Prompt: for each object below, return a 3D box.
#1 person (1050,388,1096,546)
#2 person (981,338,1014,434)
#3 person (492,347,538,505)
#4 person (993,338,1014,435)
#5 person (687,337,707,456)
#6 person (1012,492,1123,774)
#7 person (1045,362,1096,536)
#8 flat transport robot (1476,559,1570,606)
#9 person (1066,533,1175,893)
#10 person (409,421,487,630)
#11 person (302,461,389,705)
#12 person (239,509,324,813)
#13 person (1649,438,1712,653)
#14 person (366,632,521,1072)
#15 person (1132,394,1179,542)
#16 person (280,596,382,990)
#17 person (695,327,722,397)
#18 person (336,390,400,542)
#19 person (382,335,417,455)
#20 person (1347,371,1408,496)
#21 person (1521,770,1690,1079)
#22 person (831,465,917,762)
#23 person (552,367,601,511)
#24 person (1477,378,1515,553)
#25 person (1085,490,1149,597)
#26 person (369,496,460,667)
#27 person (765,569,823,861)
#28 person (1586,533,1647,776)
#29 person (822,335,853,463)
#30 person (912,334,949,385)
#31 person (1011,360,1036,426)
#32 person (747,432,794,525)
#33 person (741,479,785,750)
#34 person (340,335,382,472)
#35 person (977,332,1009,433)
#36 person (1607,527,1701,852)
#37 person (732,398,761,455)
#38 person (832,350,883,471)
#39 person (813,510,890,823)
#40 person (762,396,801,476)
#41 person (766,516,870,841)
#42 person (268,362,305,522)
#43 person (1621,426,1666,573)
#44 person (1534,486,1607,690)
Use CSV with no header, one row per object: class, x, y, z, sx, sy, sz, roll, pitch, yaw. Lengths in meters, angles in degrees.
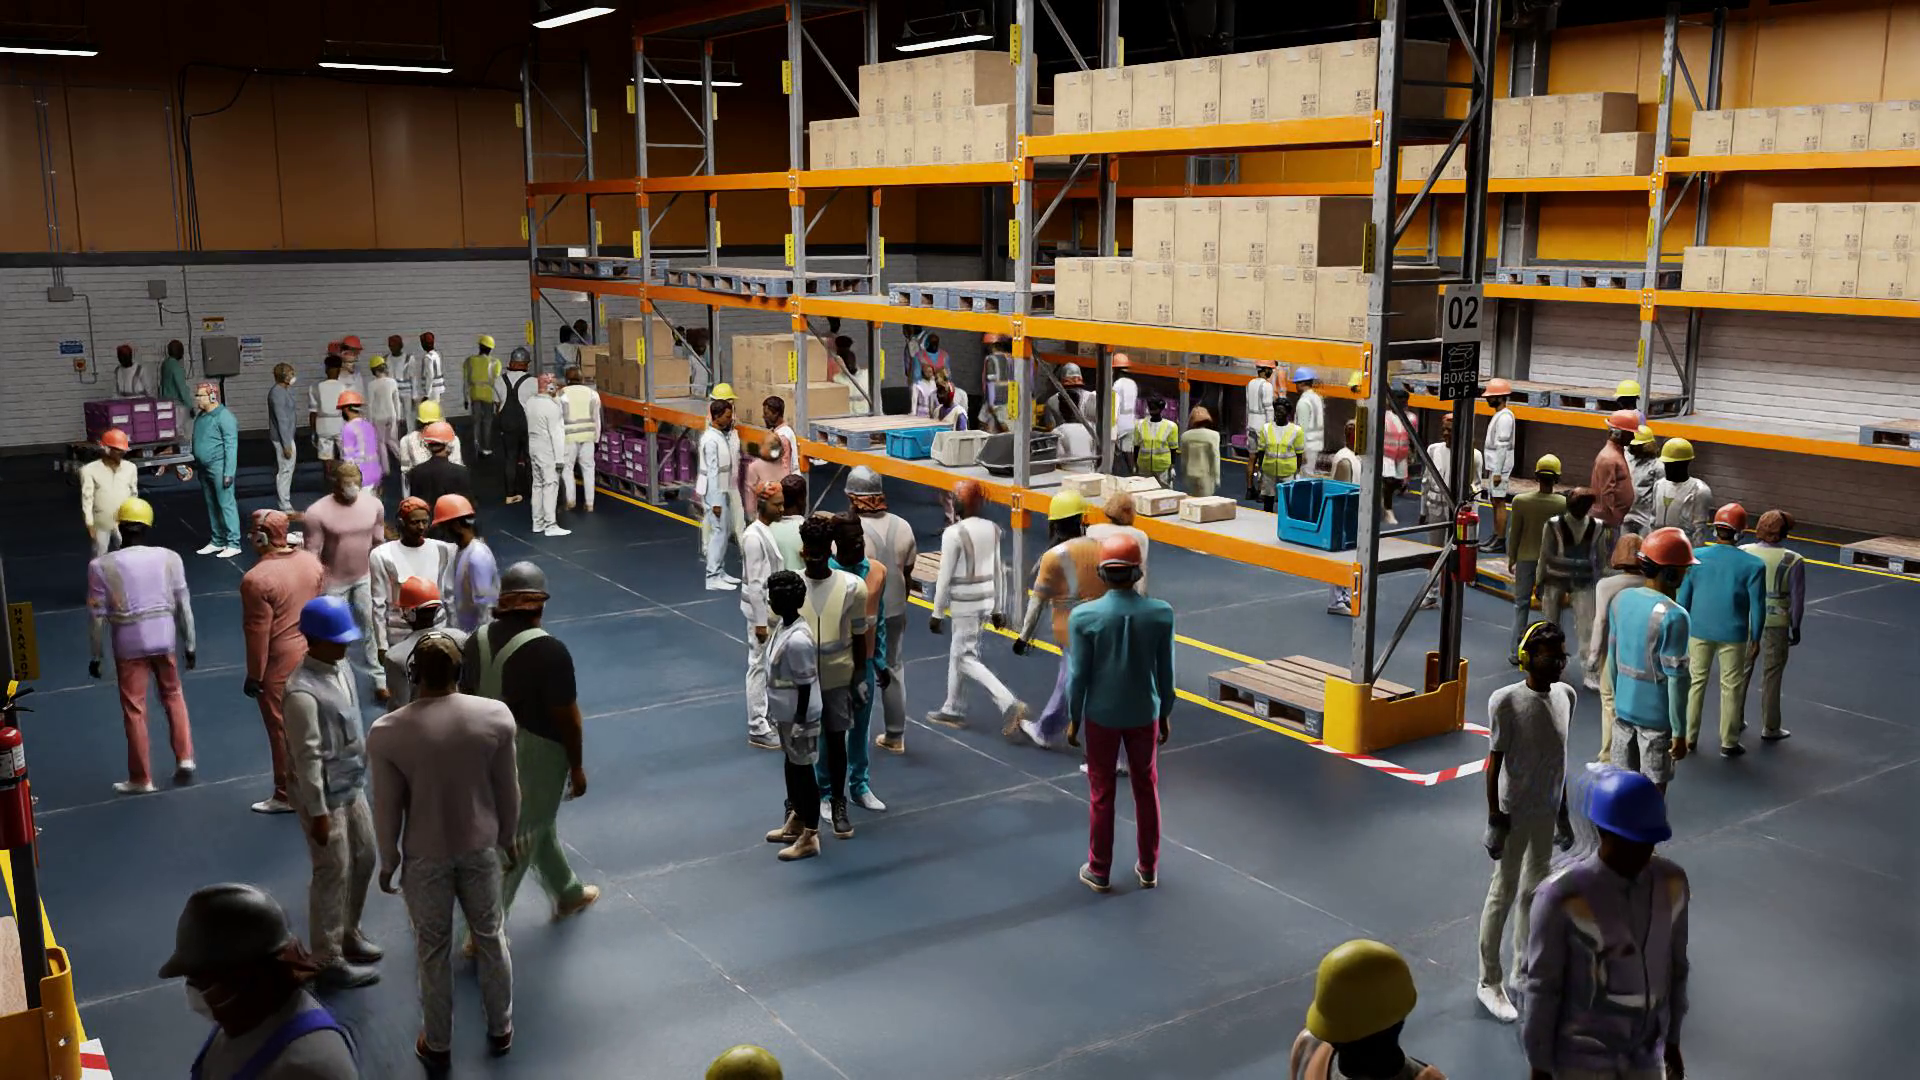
person,1.202,-0.606,17.248,0.606,1.932,0.909,-7,13,-31
person,0.637,-2.445,27.055,0.915,1.783,0.586,9,14,39
person,-5.626,-1.480,21.424,0.683,2.000,0.535,2,11,11
person,0.745,-2.536,27.768,0.467,1.670,0.537,-7,13,-31
person,-4.059,-2.220,25.746,0.348,1.839,0.503,5,12,24
person,0.735,0.609,11.188,0.611,1.858,1.020,-11,15,-43
person,1.278,-1.046,19.204,0.679,2.000,0.537,-3,11,-13
flat transport robot,5.510,0.391,16.393,0.652,0.197,1.431,-3,12,-17
person,0.873,0.948,9.128,0.612,1.991,0.392,-2,11,-10
person,-4.474,-0.046,14.329,0.610,1.956,0.980,5,12,24
person,-4.628,0.337,12.591,0.652,1.887,0.835,-9,14,-40
person,-4.240,0.746,10.374,0.410,1.911,0.640,3,11,15
person,5.829,0.118,13.582,0.405,1.919,0.581,-4,12,-21
person,-2.219,1.345,7.228,0.627,1.941,0.373,-6,12,-26
person,2.212,-0.818,18.930,0.533,1.692,0.319,4,12,18
person,-3.023,1.203,8.000,0.413,1.926,0.633,0,11,-2
person,-4.321,-2.718,28.366,0.603,1.816,0.758,-7,13,-33
person,-6.147,-0.623,17.447,0.817,1.895,0.593,1,11,7
person,-8.705,-2.233,25.753,0.617,1.851,0.790,2,11,9
person,5.395,-1.348,21.591,0.887,1.717,0.550,1,11,7
person,2.125,1.664,5.604,0.622,1.933,0.588,-4,12,-19
person,-0.658,0.496,11.313,0.684,2.000,0.535,-9,14,-39
person,-4.795,-1.255,20.871,0.639,1.811,0.529,-7,13,-31
person,5.896,-0.812,18.307,0.380,1.931,0.541,2,11,12
person,1.197,0.415,12.823,0.518,1.627,0.322,3,12,17
person,-3.588,0.643,11.005,0.579,1.878,0.359,-8,14,-36
person,-0.962,0.999,9.620,0.322,1.697,0.532,-3,11,-15
person,4.396,0.762,10.995,0.508,1.632,0.271,-2,11,-9
person,-1.848,-2.107,24.949,0.698,1.932,0.445,9,14,38
person,-0.444,-2.369,26.534,0.666,1.826,0.526,-4,12,-19
person,1.026,-2.390,27.114,0.511,1.640,0.308,-11,15,-43
person,-1.907,-0.314,16.616,0.518,1.590,0.827,-5,12,-25
person,-1.347,0.509,11.644,0.355,1.886,0.572,1,11,7
person,-8.508,-1.891,23.565,0.616,2.017,0.760,8,14,37
person,0.414,-2.080,24.581,0.891,2.005,0.603,7,13,30
person,3.769,0.935,9.061,0.379,2.044,0.607,-3,11,-14
person,-3.061,-1.913,24.442,0.584,1.726,0.695,-6,13,-28
person,-1.431,-1.739,23.202,0.705,1.867,0.903,-1,11,-6
person,-0.706,0.760,10.270,0.592,1.922,0.392,-8,13,-34
person,-1.781,-0.499,16.765,0.393,1.908,0.595,-2,11,-12
person,-0.840,0.816,9.879,0.603,1.962,0.372,-1,11,-8
person,-8.197,-1.190,20.205,0.355,1.936,0.635,-5,12,-23
person,6.483,-0.238,15.889,0.375,1.729,0.481,-6,13,-29
person,4.844,0.366,13.145,0.565,1.589,0.759,1,11,3
